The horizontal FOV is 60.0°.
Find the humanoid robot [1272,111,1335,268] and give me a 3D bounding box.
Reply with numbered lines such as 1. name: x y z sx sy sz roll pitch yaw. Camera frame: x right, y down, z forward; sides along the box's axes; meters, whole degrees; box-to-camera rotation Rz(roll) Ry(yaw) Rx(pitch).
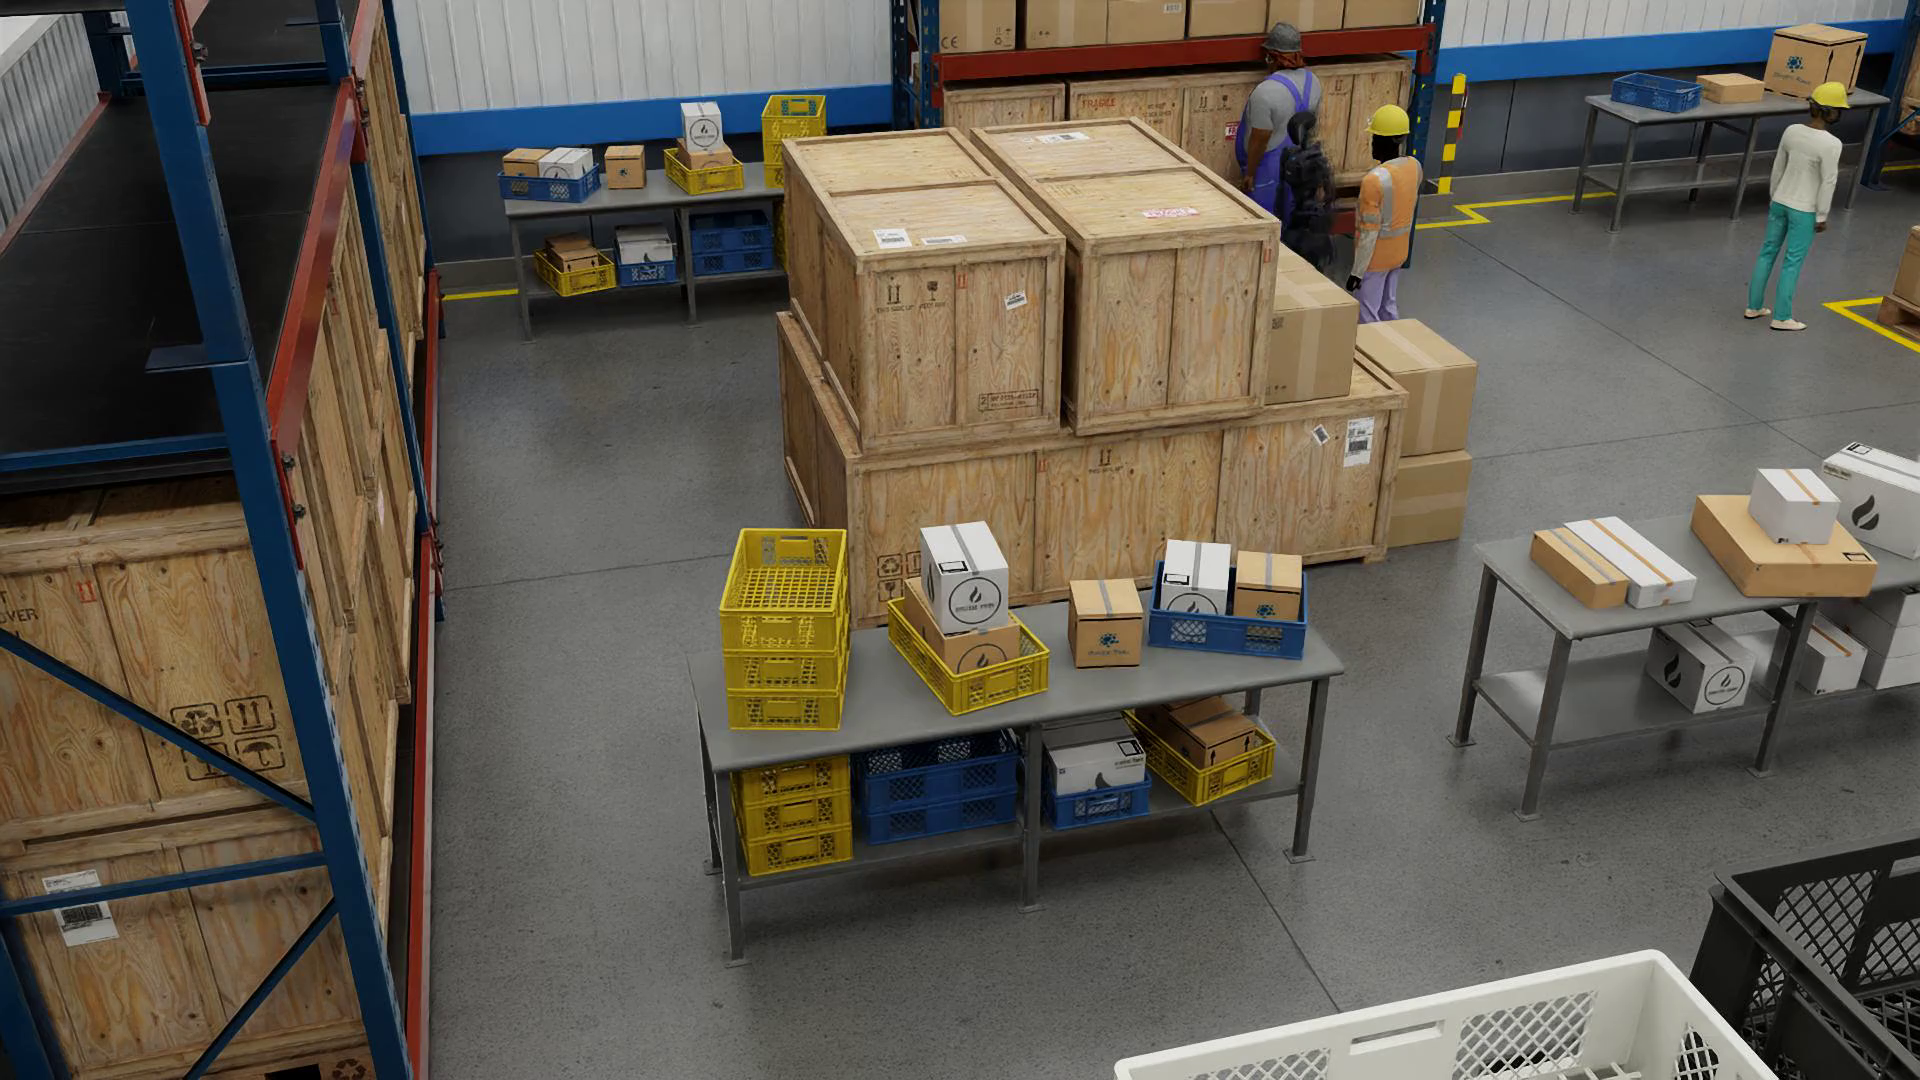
1. humanoid robot: 2.450 -2.180 11.620 0.473 1.632 0.589 -14 32 -24

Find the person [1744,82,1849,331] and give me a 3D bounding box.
1. person: 5.996 -2.381 11.887 0.326 1.765 0.524 -9 30 -17

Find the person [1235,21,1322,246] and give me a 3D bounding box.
1. person: 2.302 -2.826 12.412 0.681 2.000 0.537 -24 37 -37

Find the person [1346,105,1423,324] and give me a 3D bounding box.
1. person: 2.683 -1.833 10.726 0.379 1.924 0.592 25 37 37
